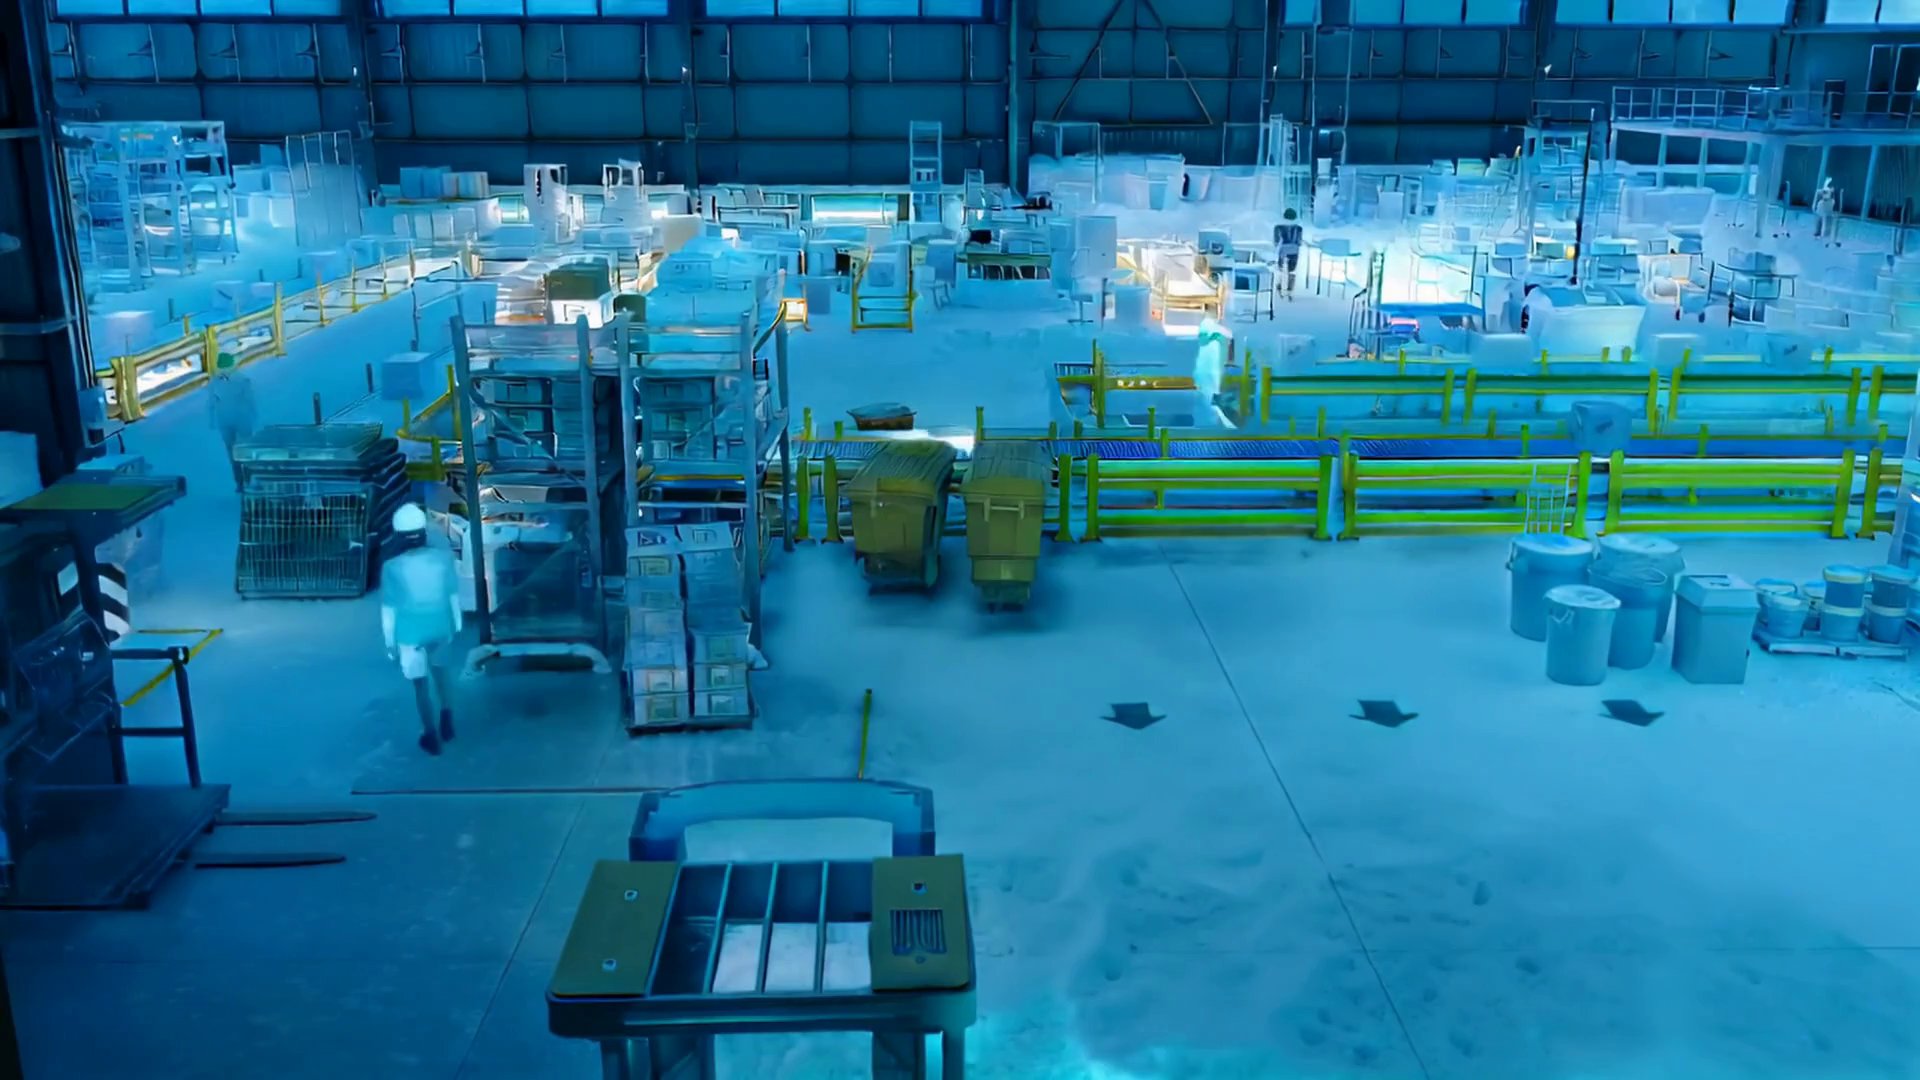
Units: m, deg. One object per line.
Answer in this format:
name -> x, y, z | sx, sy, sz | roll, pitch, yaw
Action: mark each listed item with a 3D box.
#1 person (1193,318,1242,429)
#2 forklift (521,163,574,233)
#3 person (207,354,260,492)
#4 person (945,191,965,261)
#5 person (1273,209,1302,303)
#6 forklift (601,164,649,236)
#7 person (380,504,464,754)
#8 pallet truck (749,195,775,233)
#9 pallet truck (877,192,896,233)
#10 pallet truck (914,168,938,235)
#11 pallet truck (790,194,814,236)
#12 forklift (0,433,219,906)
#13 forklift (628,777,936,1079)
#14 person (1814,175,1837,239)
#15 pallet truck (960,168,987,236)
person -> 3.395, -2.071, 22.193 | 0.756, 1.807, 0.591 | 0, 16, 2
forklift -> -12.233, -10.122, 49.298 | 1.157, 1.987, 2.680 | 0, 16, -1
person -> -8.683, -1.359, 19.870 | 0.545, 1.720, 0.902 | -4, 17, -15
person -> -0.081, -8.000, 42.654 | 0.812, 1.876, 0.687 | 5, 17, 17
person -> 7.064, -6.131, 35.958 | 0.616, 1.997, 1.006 | 2, 16, 7
forklift -> -9.948, -10.127, 49.296 | 1.157, 1.987, 2.680 | -1, 16, -3
person -> -4.030, 0.670, 12.452 | 0.578, 1.922, 0.404 | -12, 20, -35
pallet truck -> -6.051, -9.967, 50.660 | 0.680, 1.201, 1.601 | 0, 16, -1
pallet truck -> -2.277, -9.986, 50.594 | 0.653, 1.274, 1.630 | 0, 16, -1
pallet truck -> -0.989, -10.316, 50.507 | 0.823, 1.965, 1.885 | 1, 16, 3
pallet truck -> -4.814, -9.883, 50.259 | 0.704, 1.261, 1.522 | -1, 16, -3
forklift -> -5.952, 0.780, 10.366 | 1.873, 2.768, 1.129 | 0, 16, -1
forklift -> -0.542, 2.165, 5.552 | 1.129, 2.768, 1.873 | -1, 16, -2
person -> 25.474, -9.789, 48.946 | 0.505, 1.846, 0.346 | 3, 16, 9
pallet truck -> 0.383, -10.230, 50.206 | 0.823, 1.965, 1.885 | -1, 16, -3
